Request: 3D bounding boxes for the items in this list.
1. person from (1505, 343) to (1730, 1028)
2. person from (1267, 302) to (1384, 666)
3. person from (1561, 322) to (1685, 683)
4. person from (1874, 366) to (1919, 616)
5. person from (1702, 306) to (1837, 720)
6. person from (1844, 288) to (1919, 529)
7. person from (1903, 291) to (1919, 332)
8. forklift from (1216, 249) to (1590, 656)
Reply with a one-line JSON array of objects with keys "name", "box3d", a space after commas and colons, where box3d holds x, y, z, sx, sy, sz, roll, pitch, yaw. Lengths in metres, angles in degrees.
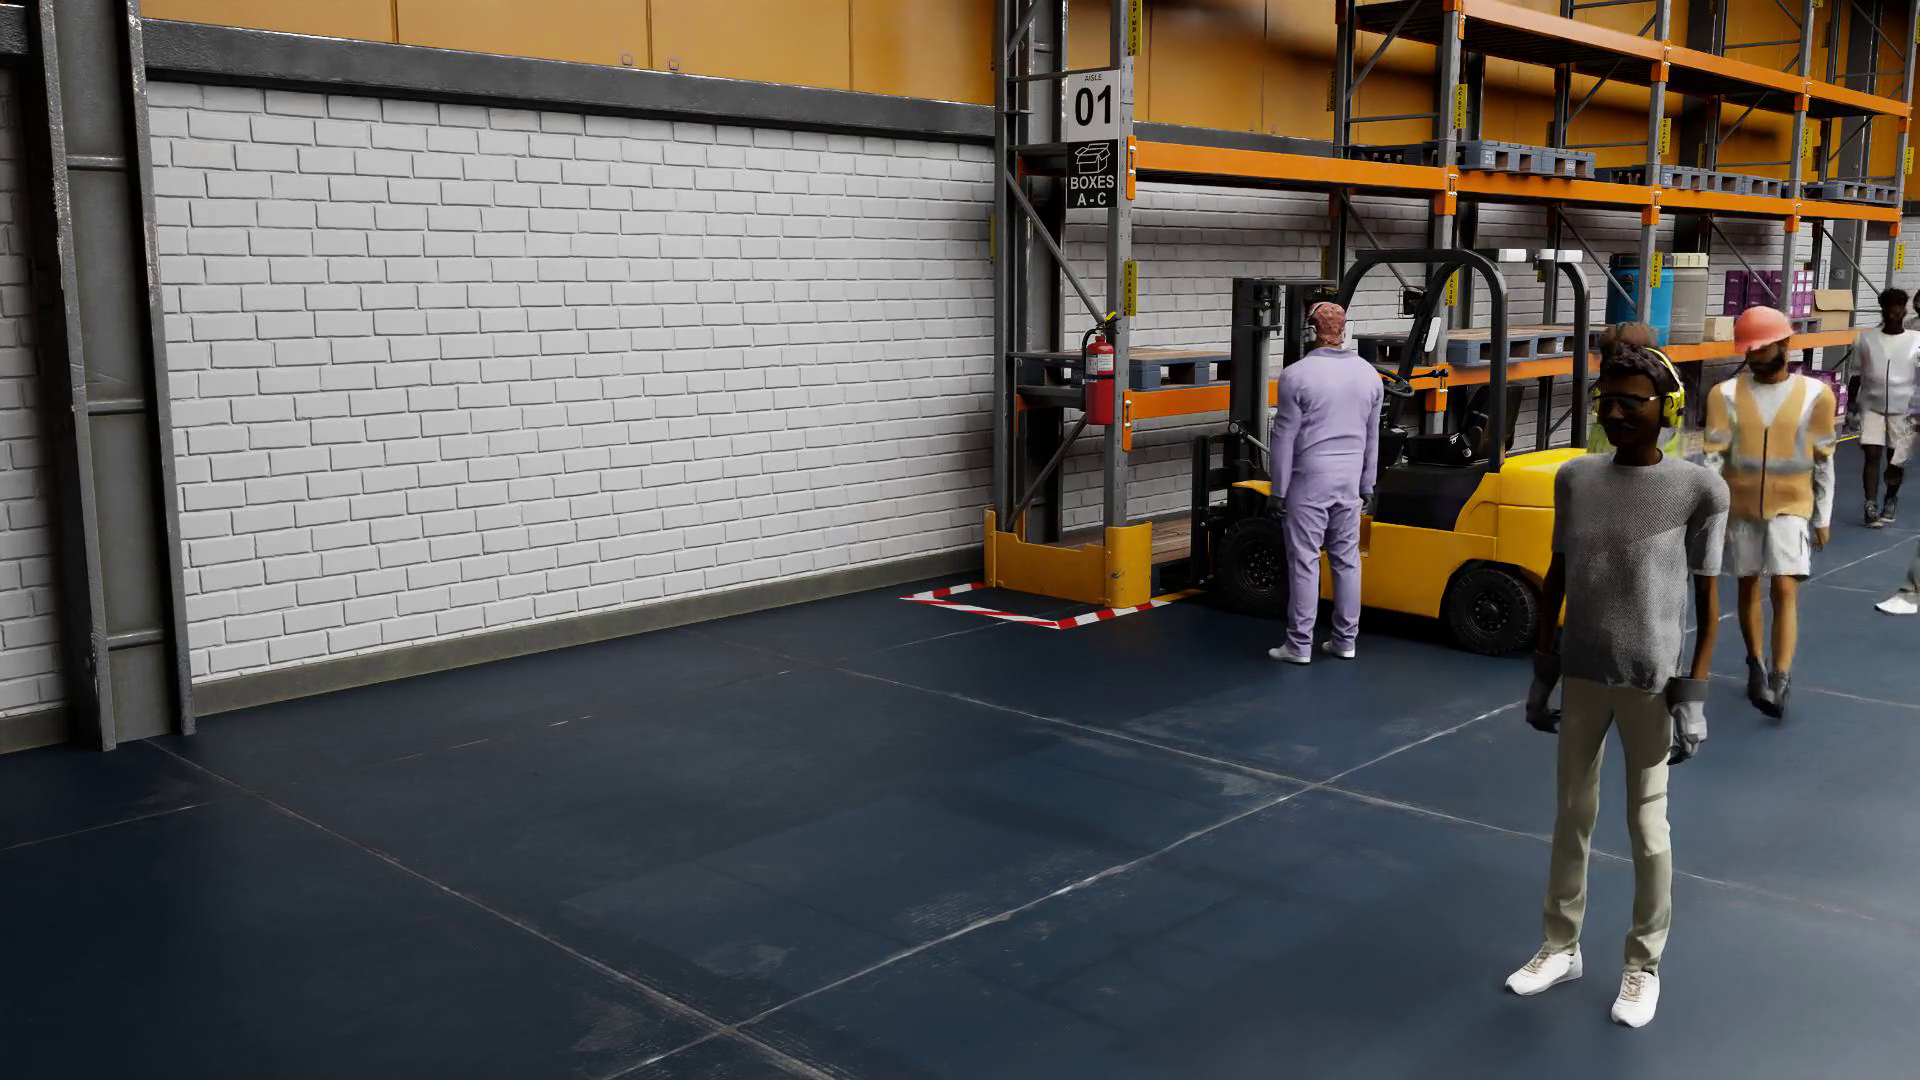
[{"name": "person", "box3d": [1.816, 0.396, 4.609, 0.510, 1.872, 0.328, 9, 13, 42]}, {"name": "person", "box3d": [1.896, -0.294, 8.757, 0.636, 1.900, 0.403, -4, 10, -25]}, {"name": "person", "box3d": [3.164, -0.128, 7.979, 0.571, 1.813, 0.653, 0, 9, 0]}, {"name": "person", "box3d": [5.979, -0.487, 10.024, 1.006, 1.878, 0.593, -2, 10, -14]}, {"name": "person", "box3d": [3.717, -0.120, 7.711, 0.563, 1.894, 0.925, 6, 11, 31]}, {"name": "person", "box3d": [7.494, -1.058, 13.410, 0.649, 1.908, 0.815, 6, 11, 31]}, {"name": "person", "box3d": [11.369, -2.029, 19.629, 0.893, 1.828, 0.515, -8, 12, -40]}, {"name": "forklift", "box3d": [2.710, -0.584, 9.626, 2.313, 2.155, 1.214, 9, 13, 43]}]
